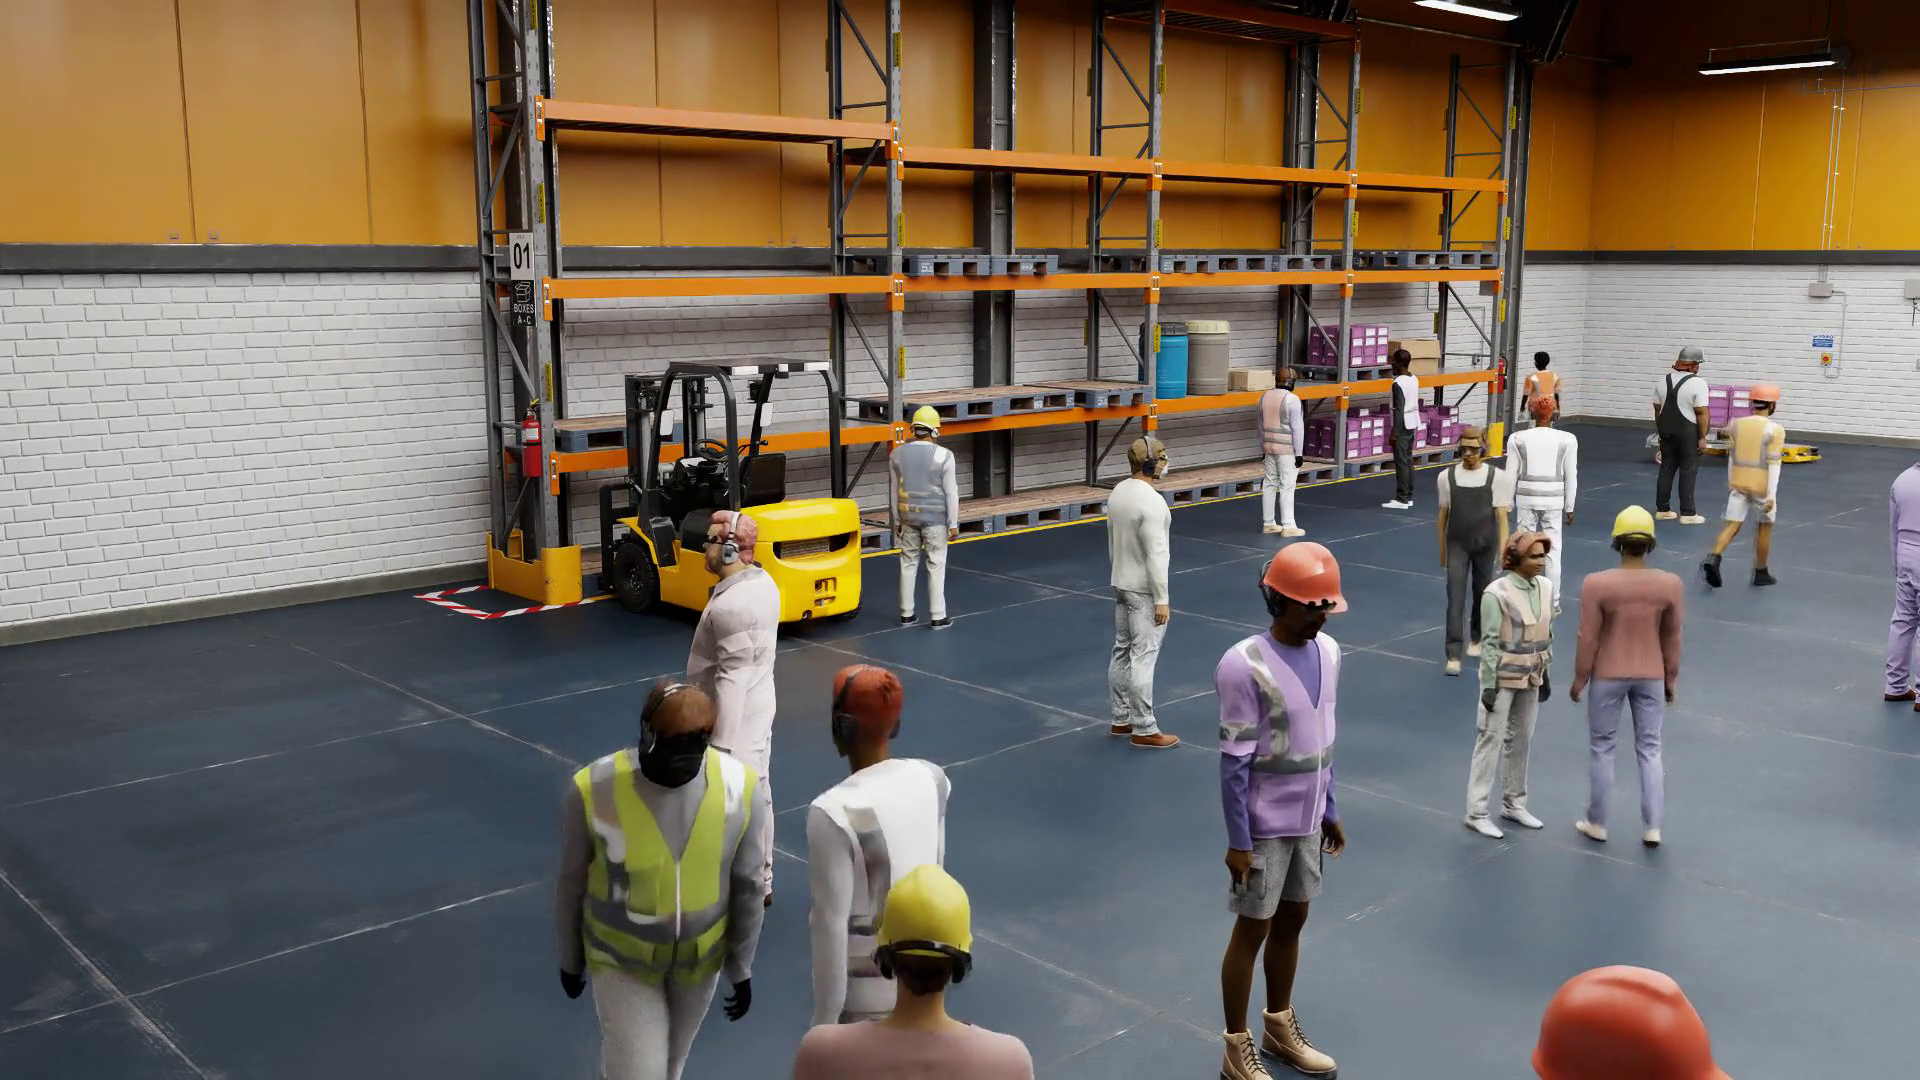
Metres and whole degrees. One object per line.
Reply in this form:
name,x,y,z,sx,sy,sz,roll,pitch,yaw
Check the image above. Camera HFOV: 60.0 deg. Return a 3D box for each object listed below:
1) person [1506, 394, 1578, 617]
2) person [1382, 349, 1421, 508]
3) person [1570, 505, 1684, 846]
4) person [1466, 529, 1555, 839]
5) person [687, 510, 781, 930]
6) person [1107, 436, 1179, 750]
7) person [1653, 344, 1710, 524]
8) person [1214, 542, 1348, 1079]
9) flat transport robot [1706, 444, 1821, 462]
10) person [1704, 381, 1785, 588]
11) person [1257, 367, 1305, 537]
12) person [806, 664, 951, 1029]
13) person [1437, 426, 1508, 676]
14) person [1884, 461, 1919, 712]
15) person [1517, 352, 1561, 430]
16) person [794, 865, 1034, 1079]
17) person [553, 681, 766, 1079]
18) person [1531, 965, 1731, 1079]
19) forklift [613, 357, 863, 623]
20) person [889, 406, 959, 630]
person,4.883,-0.286,14.016,0.573,1.883,0.355,3,10,18
person,5.345,-1.337,20.063,0.391,1.918,0.590,6,12,33
person,3.438,0.699,8.599,0.534,1.767,0.328,0,10,3
person,2.899,0.746,8.719,0.516,1.629,0.320,-6,11,-31
person,-1.025,0.812,7.515,0.410,1.909,0.643,1,10,4
person,1.124,0.321,10.299,0.370,1.940,0.627,-4,10,-20
person,8.292,-1.217,19.005,0.535,2.000,0.685,-4,11,-25
person,1.186,1.006,6.013,0.605,2.034,0.387,-8,13,-41
flat transport robot,12.043,-1.348,24.944,0.652,0.197,1.431,-7,12,-35
person,7.187,-0.496,15.162,0.849,1.913,0.544,-6,12,-33
person,3.514,-0.957,18.091,0.429,1.836,0.622,-6,12,-33
person,-0.238,1.287,4.851,0.407,1.872,0.572,6,12,33
person,3.782,0.051,12.299,0.527,1.809,0.948,4,10,20
person,6.502,0.196,11.124,0.407,1.910,0.639,-1,10,-6
person,8.225,-1.844,23.718,0.571,1.684,0.558,-2,10,-12
person,-0.109,1.564,3.584,0.543,1.750,0.702,-2,10,-11
person,-0.890,1.293,5.072,0.637,1.781,0.918,-5,11,-25
person,1.023,1.615,2.722,0.362,1.939,0.542,5,11,28
forklift,-1.847,-0.414,13.852,1.214,2.155,2.313,-9,13,-42
person,-0.279,-0.180,13.573,0.595,1.823,0.403,4,11,23
